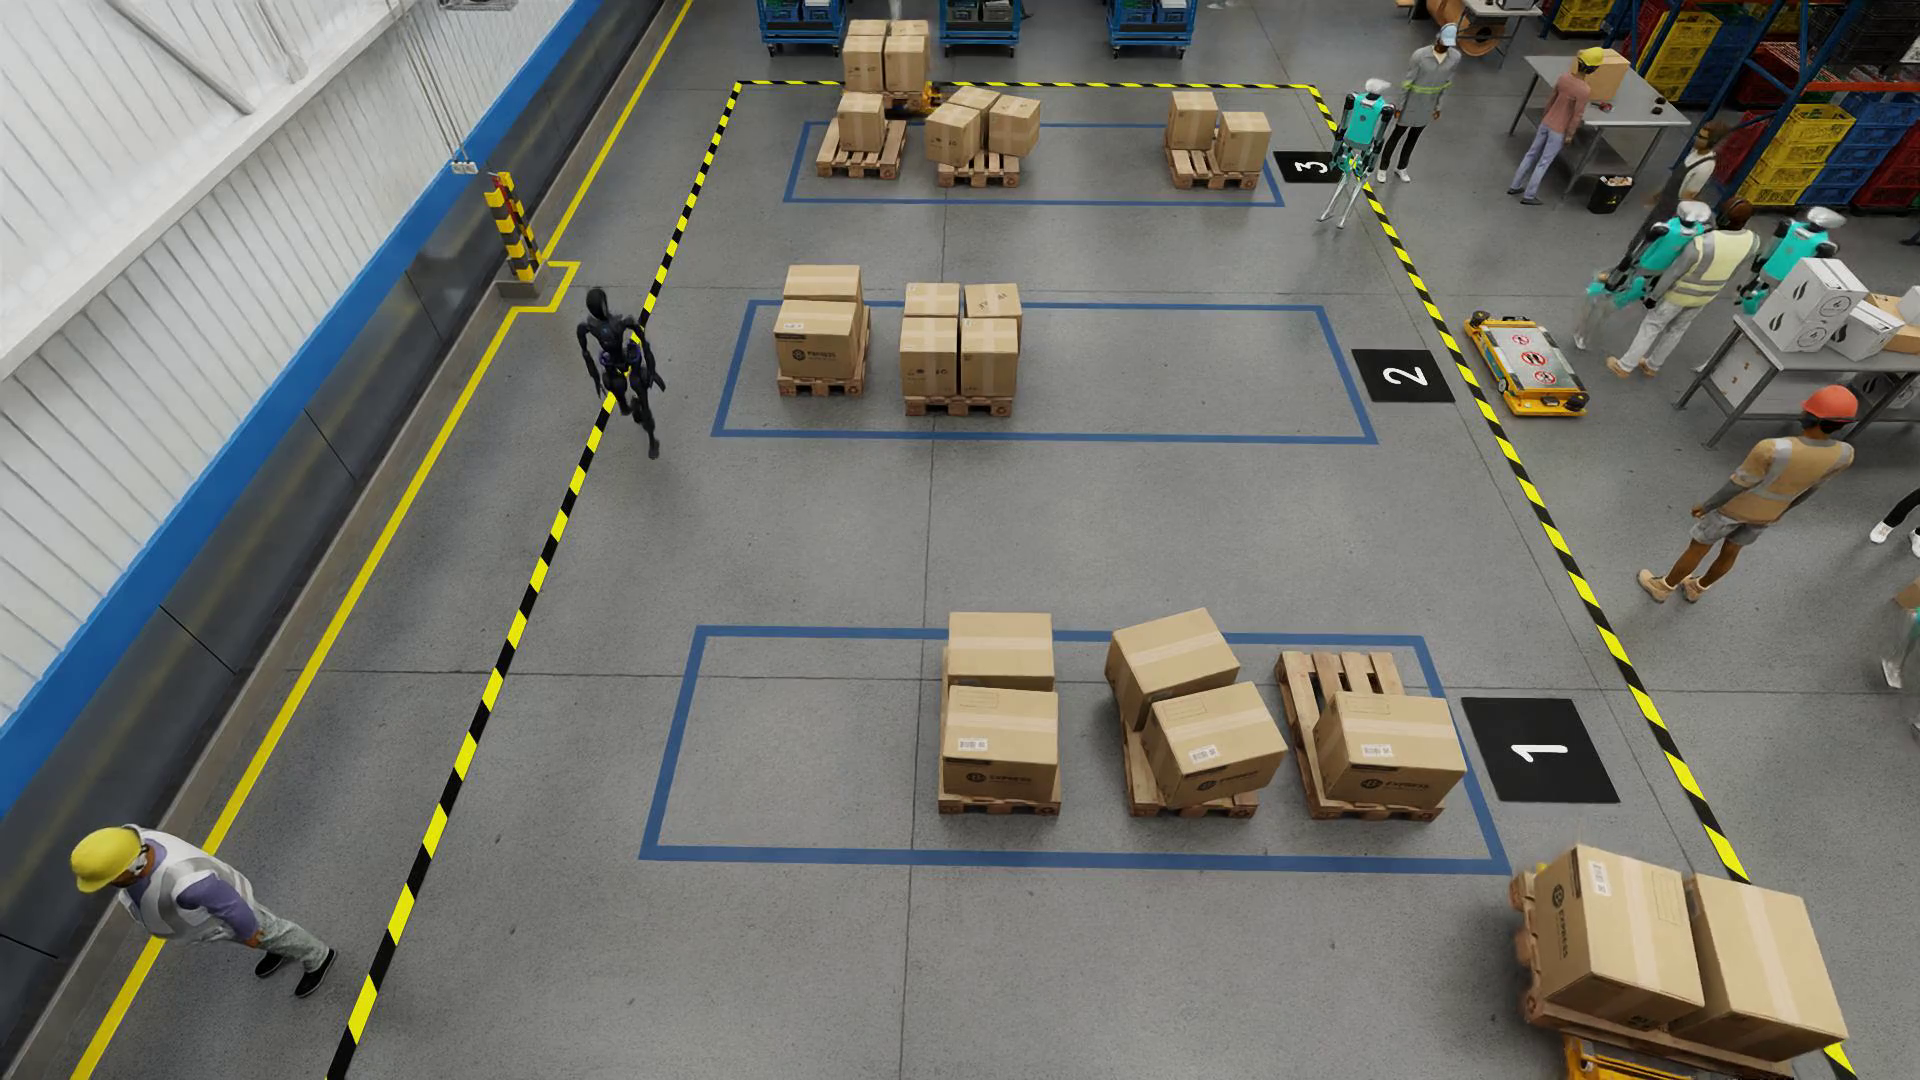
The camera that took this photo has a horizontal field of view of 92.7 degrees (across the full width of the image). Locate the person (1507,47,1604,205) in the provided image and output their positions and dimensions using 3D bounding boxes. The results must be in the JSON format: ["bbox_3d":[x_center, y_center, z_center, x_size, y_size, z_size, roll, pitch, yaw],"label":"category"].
[{"bbox_3d":[6.983,-4.823,10.717,0.312,1.768,0.524,-10,50,-9],"label":"person"}]

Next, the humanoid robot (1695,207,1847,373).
[{"bbox_3d":[7.580,-2.256,8.493,0.645,1.770,0.532,-11,50,-10],"label":"humanoid robot"}]

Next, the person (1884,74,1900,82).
[{"bbox_3d":[13.720,-7.291,12.794,0.556,1.853,0.413,-14,51,-12],"label":"person"}]

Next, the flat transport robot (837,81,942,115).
[{"bbox_3d":[-0.984,-6.242,12.918,1.431,0.197,0.652,1,49,1],"label":"flat transport robot"}]

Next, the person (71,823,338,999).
[{"bbox_3d":[-3.933,1.947,4.815,0.586,1.829,0.404,18,52,15],"label":"person"}]

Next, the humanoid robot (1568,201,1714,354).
[{"bbox_3d":[6.359,-2.516,8.739,0.541,1.754,0.794,1,49,1],"label":"humanoid robot"}]

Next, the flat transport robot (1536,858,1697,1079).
[{"bbox_3d":[3.799,2.599,5.265,0.652,0.197,1.431,11,50,9],"label":"flat transport robot"}]

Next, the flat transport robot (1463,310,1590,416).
[{"bbox_3d":[5.573,-1.757,9.054,0.659,0.231,1.431,1,49,1],"label":"flat transport robot"}]

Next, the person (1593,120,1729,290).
[{"bbox_3d":[7.277,-3.419,9.456,0.480,1.833,0.538,17,51,14],"label":"person"}]

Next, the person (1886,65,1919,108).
[{"bbox_3d":[12.114,-5.898,11.503,0.649,1.985,0.500,-19,52,-16],"label":"person"}]

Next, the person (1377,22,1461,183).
[{"bbox_3d":[5.522,-5.221,11.007,0.587,1.850,0.388,-2,49,-2],"label":"person"}]

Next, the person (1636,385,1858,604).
[{"bbox_3d":[5.658,-0.263,6.595,0.604,2.035,0.381,3,49,3],"label":"person"}]

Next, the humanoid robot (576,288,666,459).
[{"bbox_3d":[-2.871,-1.497,7.906,0.594,1.643,0.593,-8,50,-7],"label":"humanoid robot"}]

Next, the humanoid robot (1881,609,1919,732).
[{"bbox_3d":[6.805,0.587,6.041,0.545,1.732,0.980,14,50,12],"label":"humanoid robot"}]

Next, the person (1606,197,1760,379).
[{"bbox_3d":[6.686,-2.274,8.468,0.635,1.832,0.430,-2,49,-2],"label":"person"}]

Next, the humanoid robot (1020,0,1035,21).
[{"bbox_3d":[0.822,-9.070,14.481,0.783,1.624,0.593,7,50,6],"label":"humanoid robot"}]

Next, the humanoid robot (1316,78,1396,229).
[{"bbox_3d":[4.483,-4.352,10.240,0.533,1.677,0.735,33,57,25],"label":"humanoid robot"}]

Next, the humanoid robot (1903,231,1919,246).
[{"bbox_3d":[11.139,-3.945,10.012,0.364,1.657,0.589,5,49,4],"label":"humanoid robot"}]

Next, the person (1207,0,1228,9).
[{"bbox_3d":[4.284,-9.553,14.854,0.344,1.698,0.586,28,55,22],"label":"person"}]

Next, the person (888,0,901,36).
[{"bbox_3d":[-1.048,-8.684,14.011,0.388,1.837,0.564,4,49,3],"label":"person"}]

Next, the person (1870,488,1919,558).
[{"bbox_3d":[7.879,-0.599,6.993,0.514,1.871,0.327,25,54,20],"label":"person"}]

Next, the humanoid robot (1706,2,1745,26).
[{"bbox_3d":[11.241,-7.899,13.468,0.773,1.629,0.600,-8,50,-7],"label":"humanoid robot"}]
